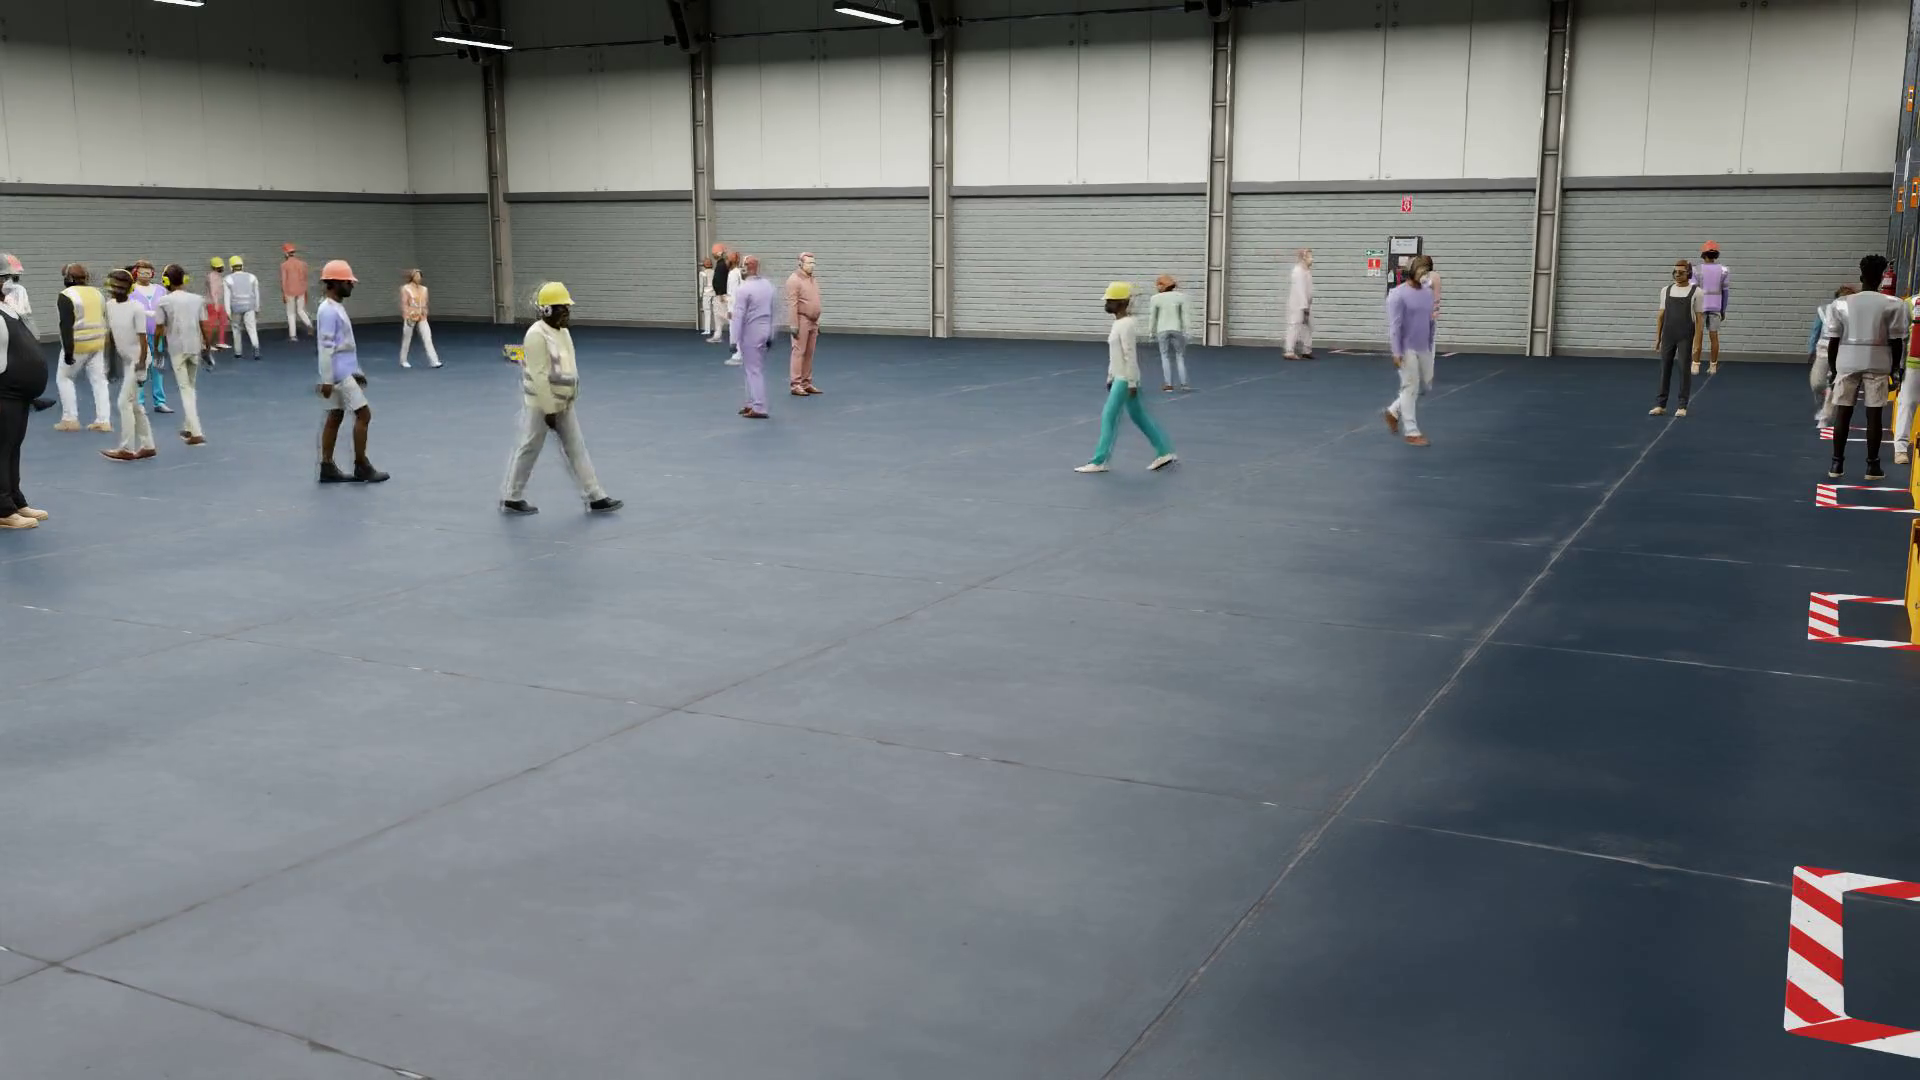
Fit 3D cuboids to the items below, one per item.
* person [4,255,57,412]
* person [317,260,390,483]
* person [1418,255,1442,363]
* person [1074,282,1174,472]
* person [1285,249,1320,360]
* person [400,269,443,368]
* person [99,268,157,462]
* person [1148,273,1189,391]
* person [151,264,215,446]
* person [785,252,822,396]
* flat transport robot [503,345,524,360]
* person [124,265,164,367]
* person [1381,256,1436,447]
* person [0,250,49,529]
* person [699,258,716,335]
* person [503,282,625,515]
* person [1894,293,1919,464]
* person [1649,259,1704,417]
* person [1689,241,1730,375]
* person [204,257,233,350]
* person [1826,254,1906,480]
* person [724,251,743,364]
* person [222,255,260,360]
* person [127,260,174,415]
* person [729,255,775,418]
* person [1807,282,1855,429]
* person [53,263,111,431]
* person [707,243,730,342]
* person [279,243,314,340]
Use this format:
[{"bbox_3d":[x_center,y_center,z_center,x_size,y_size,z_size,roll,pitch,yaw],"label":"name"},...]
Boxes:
[{"bbox_3d":[-11.431,-2.492,20.152,1.008,1.878,0.574,2,11,11],"label":"person"},{"bbox_3d":[-5.244,-1.440,14.334,0.735,1.911,0.556,-4,11,-21],"label":"person"},{"bbox_3d":[6.808,-3.254,24.442,0.429,1.837,0.621,8,13,37],"label":"person"},{"bbox_3d":[1.521,-1.461,14.978,0.901,1.725,0.537,0,10,-1],"label":"person"},{"bbox_3d":[5.909,-4.005,28.415,0.716,1.887,0.662,5,11,24],"label":"person"},{"bbox_3d":[-8.727,-3.546,26.703,0.890,1.587,0.522,8,13,37],"label":"person"},{"bbox_3d":[-7.870,-1.636,15.649,0.593,1.830,0.577,9,14,40],"label":"person"},{"bbox_3d":[2.849,-2.840,22.782,0.521,1.605,0.424,-1,10,-6],"label":"person"},{"bbox_3d":[-8.002,-1.894,17.029,0.889,1.831,0.555,8,13,38],"label":"person"},{"bbox_3d":[-2.055,-2.888,22.254,0.401,1.904,0.649,5,11,25],"label":"person"},{"bbox_3d":[-7.446,-3.235,28.600,0.652,0.197,1.431,-4,11,-21],"label":"flat transport robot"},{"bbox_3d":[-12.433,-3.321,25.230,0.538,1.685,0.592,1,10,5],"label":"person"},{"bbox_3d":[4.592,-1.930,16.985,0.652,1.923,0.698,-7,12,-33],"label":"person"},{"bbox_3d":[-6.972,-1.110,12.184,0.537,2.000,0.683,-3,11,-17],"label":"person"},{"bbox_3d":[-5.382,-5.231,35.754,0.514,1.639,0.310,-9,14,-40],"label":"person"},{"bbox_3d":[-3.090,-1.058,12.625,0.945,1.779,0.613,2,11,13],"label":"person"},{"bbox_3d":[9.044,-1.618,15.500,0.621,1.845,0.429,2,11,8],"label":"person"},{"bbox_3d":[8.448,-2.367,19.571,0.505,1.847,0.348,10,14,43],"label":"person"},{"bbox_3d":[11.426,-3.549,25.474,0.605,2.045,0.377,1,10,4],"label":"person"},{"bbox_3d":[-13.799,-4.368,30.801,0.590,1.725,0.540,0,10,-1],"label":"person"},{"bbox_3d":[7.913,-1.509,14.565,0.603,1.966,0.368,7,13,34],"label":"person"},{"bbox_3d":[-3.648,-3.829,27.491,0.486,1.873,0.590,1,10,6],"label":"person"},{"bbox_3d":[-12.269,-3.971,28.478,0.609,1.800,0.822,-8,13,-36],"label":"person"},{"bbox_3d":[-9.712,-2.415,19.853,0.389,1.837,0.563,7,13,35],"label":"person"},{"bbox_3d":[-2.517,-2.370,19.453,0.634,1.888,0.673,5,12,26],"label":"person"},{"bbox_3d":[9.653,-2.033,18.343,0.539,1.615,0.423,9,14,40],"label":"person"},{"bbox_3d":[-9.618,-2.084,18.090,0.713,1.817,0.664,3,11,14],"label":"person"},{"bbox_3d":[-4.688,-4.936,33.226,0.704,1.979,0.615,-3,11,-14],"label":"person"},{"bbox_3d":[-13.444,-5.015,33.651,0.583,1.975,0.631,8,13,36],"label":"person"}]
